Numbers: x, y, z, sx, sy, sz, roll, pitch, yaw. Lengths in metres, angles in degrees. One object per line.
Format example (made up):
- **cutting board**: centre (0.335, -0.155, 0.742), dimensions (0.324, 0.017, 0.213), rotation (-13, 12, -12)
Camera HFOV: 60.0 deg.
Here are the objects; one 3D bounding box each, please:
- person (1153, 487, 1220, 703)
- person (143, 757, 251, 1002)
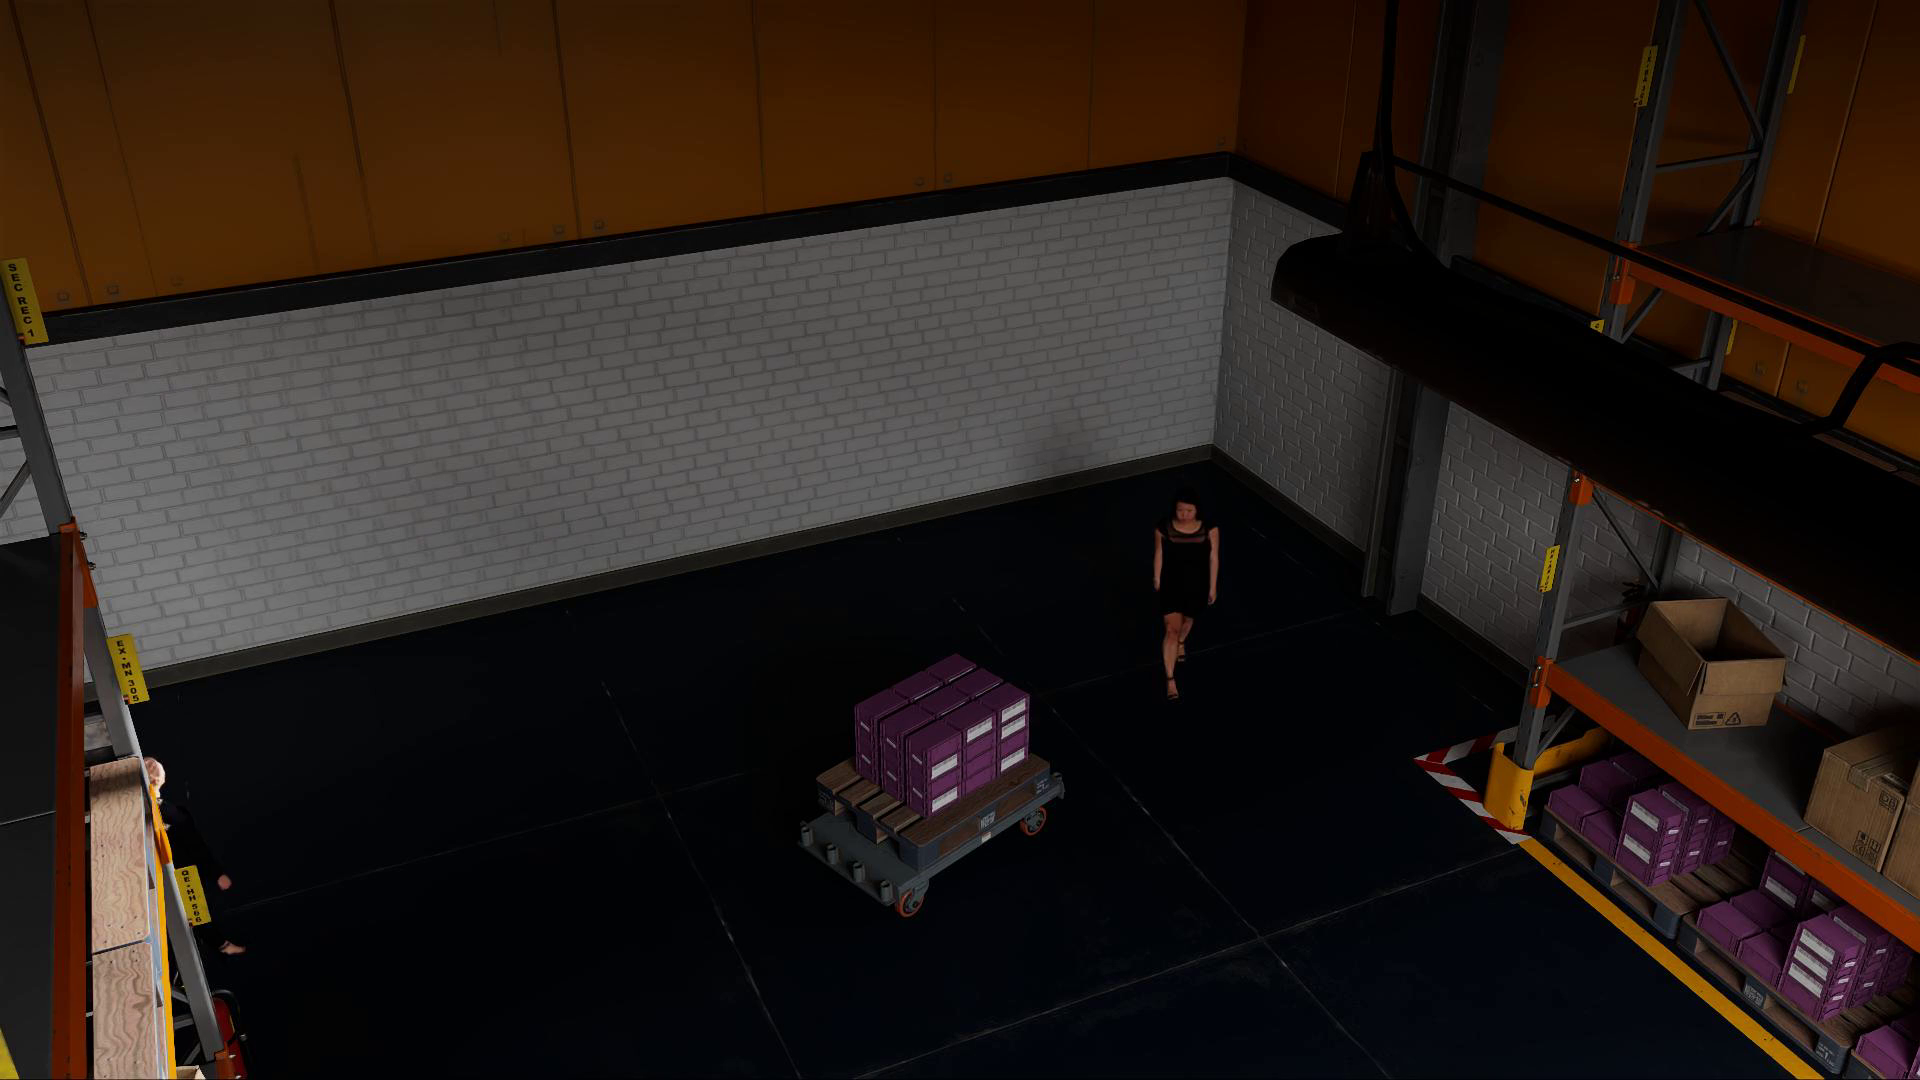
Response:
- **person**: centre (1.697, 0.332, 12.596), dimensions (0.961, 1.657, 1.181), rotation (1, 29, 2)
- **person**: centre (-4.500, 2.041, 9.452), dimensions (1.086, 1.666, 1.117), rotation (11, 31, 20)
